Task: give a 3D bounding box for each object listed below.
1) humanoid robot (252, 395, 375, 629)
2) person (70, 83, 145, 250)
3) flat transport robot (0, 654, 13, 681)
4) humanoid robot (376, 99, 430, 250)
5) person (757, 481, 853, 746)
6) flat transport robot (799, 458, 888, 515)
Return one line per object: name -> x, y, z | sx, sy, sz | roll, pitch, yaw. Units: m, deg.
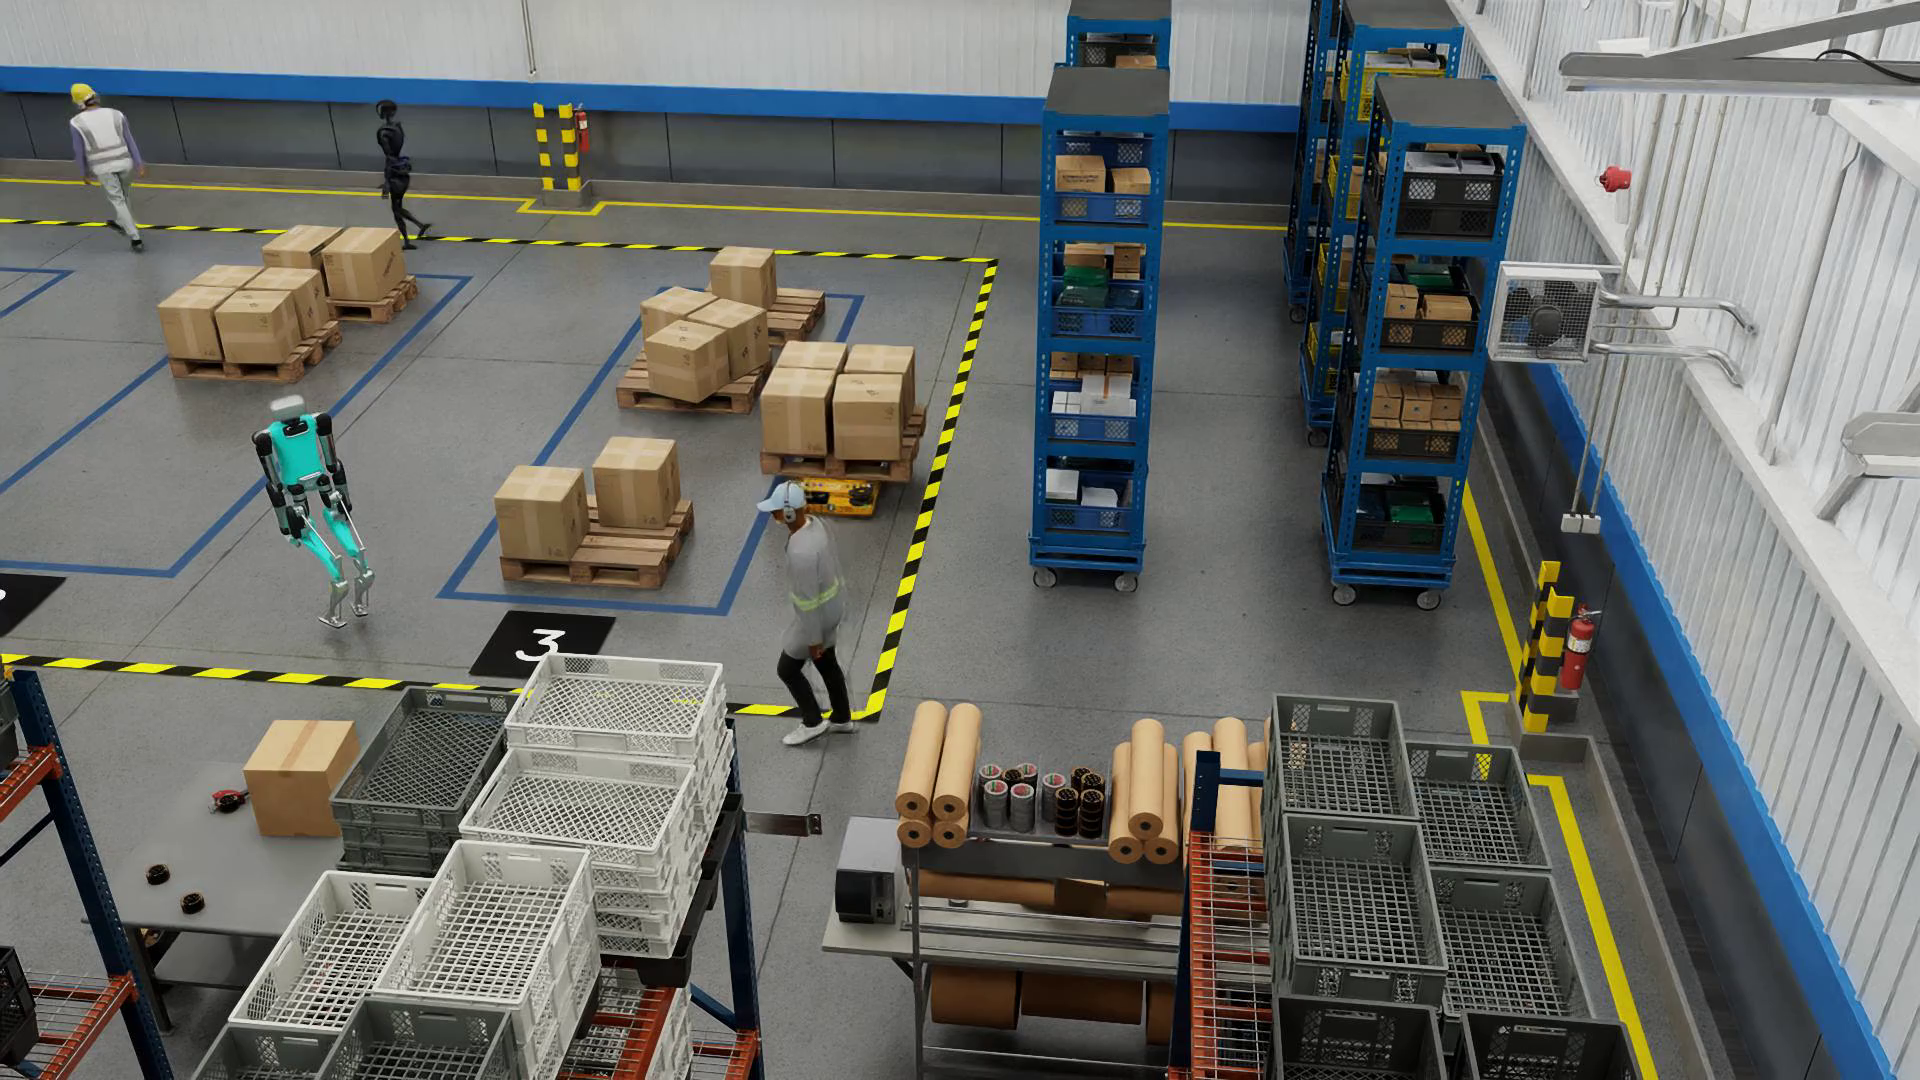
humanoid robot -> -4.314, -0.137, 11.321 | 0.533, 1.673, 0.735 | -26, 39, -37
person -> -9.312, -4.101, 18.212 | 0.949, 1.769, 0.621 | 23, 37, 34
flat transport robot -> -7.142, 0.969, 11.010 | 1.431, 0.231, 0.659 | 3, 30, 6
humanoid robot -> -6.091, -3.955, 18.070 | 0.415, 1.650, 0.603 | -3, 30, -4
person -> -0.954, 0.466, 10.321 | 0.582, 1.823, 0.607 | 1, 30, 2
flat transport robot -> -0.940, -0.645, 13.754 | 0.652, 0.197, 1.431 | 3, 30, 6
